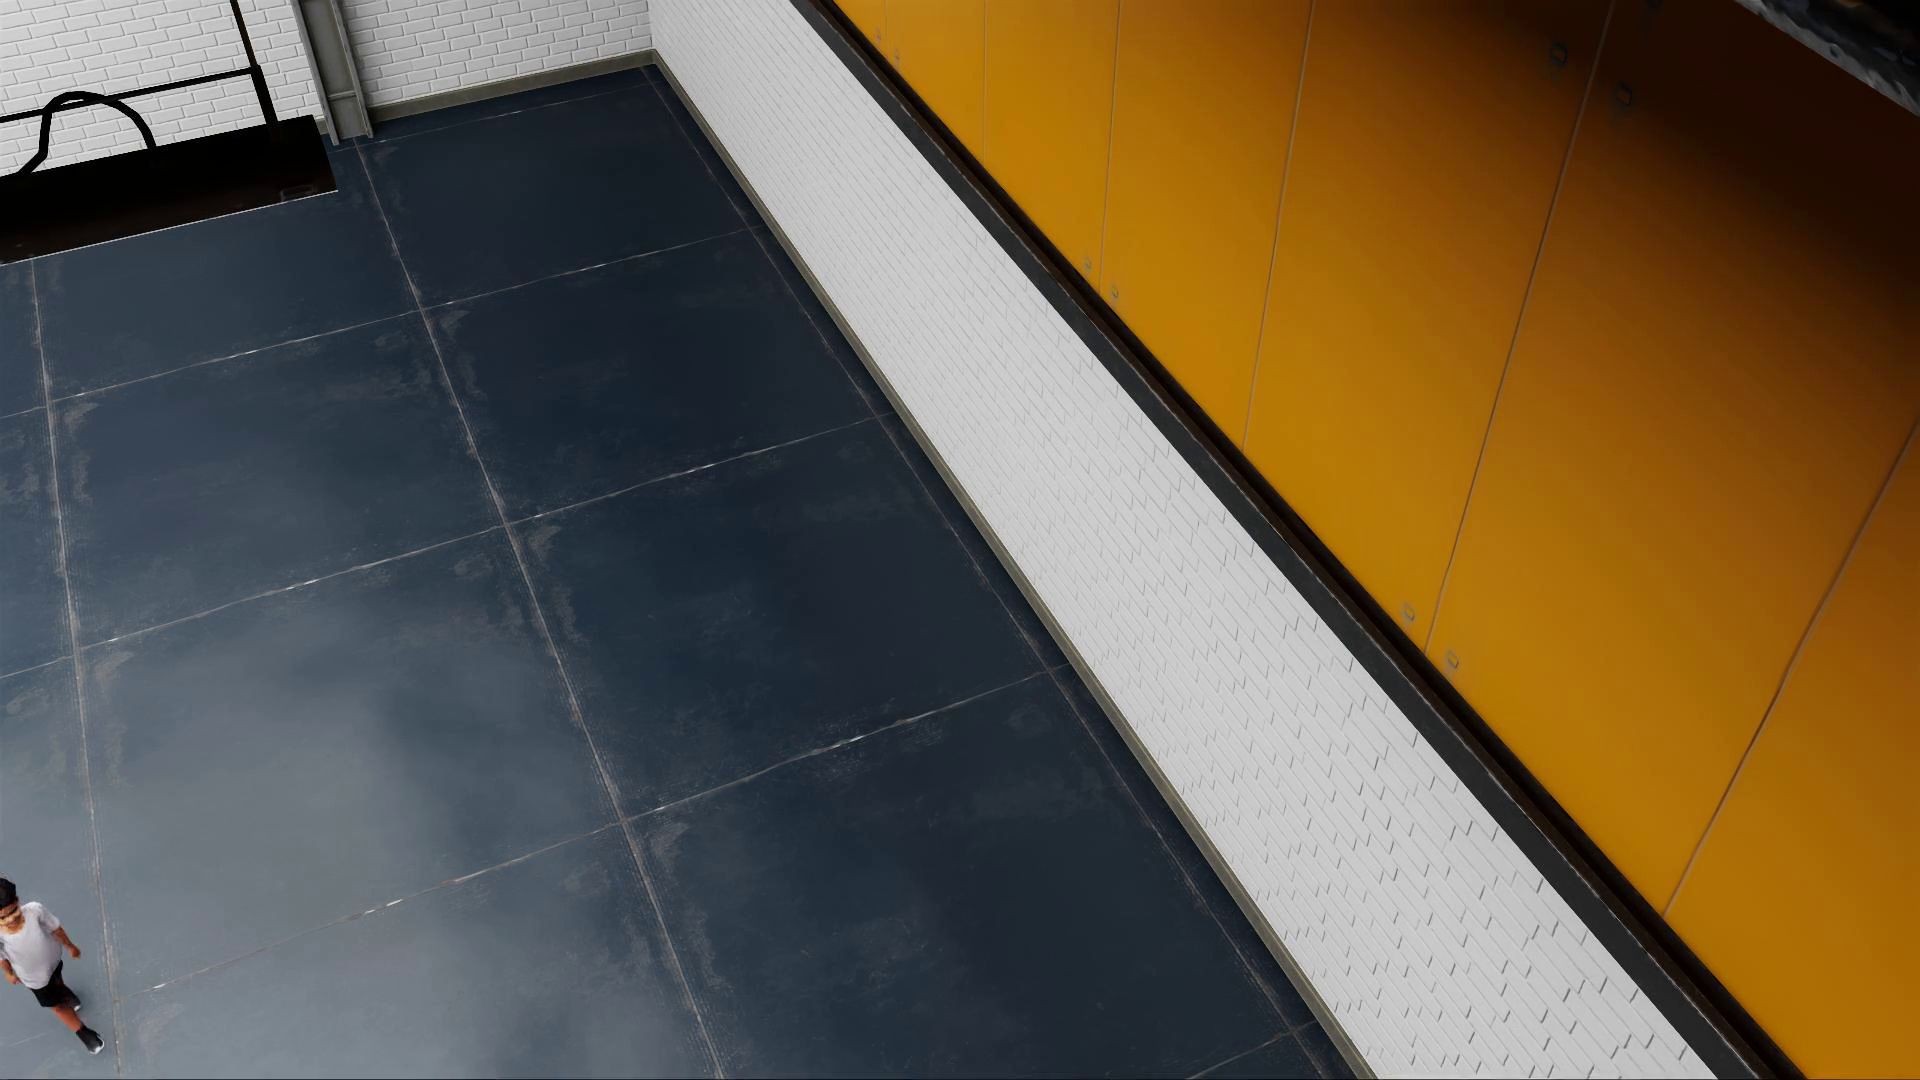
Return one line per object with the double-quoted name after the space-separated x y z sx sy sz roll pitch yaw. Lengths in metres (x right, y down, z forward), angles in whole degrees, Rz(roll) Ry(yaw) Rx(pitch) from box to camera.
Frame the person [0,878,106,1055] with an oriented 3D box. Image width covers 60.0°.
-5.041 2.225 9.032 0.791 1.227 0.863 30 51 27 "person"
